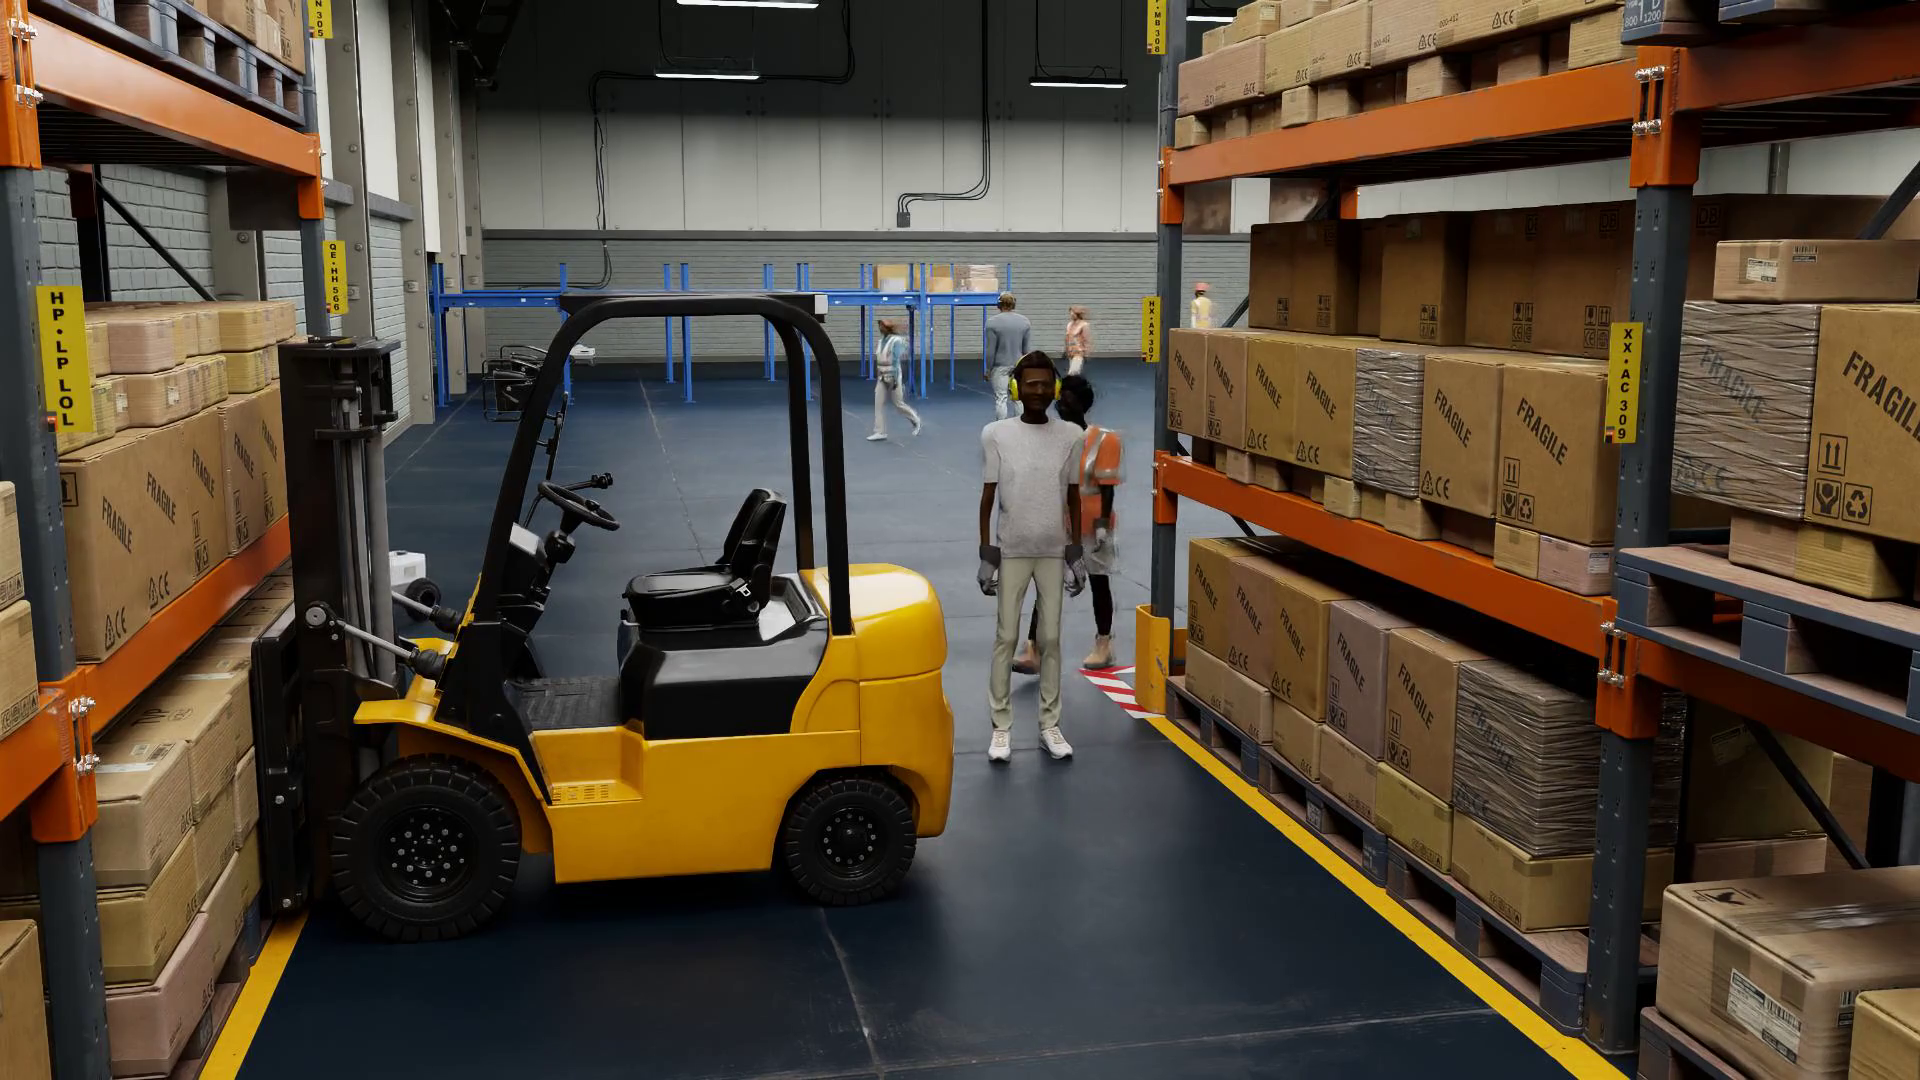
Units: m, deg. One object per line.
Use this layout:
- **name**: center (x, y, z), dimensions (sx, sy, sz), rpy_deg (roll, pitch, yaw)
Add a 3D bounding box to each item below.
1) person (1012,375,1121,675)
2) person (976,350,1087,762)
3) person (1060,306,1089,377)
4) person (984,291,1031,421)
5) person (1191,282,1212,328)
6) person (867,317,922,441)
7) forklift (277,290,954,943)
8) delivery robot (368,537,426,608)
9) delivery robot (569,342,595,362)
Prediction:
- **person**: center (0.602, -0.066, 9.111), dimensions (0.542, 1.654, 0.859), rpy_deg (6, 11, 31)
- **person**: center (0.335, 0.078, 7.609), dimensions (0.549, 1.877, 0.334), rpy_deg (-2, 9, -10)
- **person**: center (1.828, -2.962, 26.883), dimensions (0.507, 1.623, 0.520), rpy_deg (-4, 10, -24)
- **person**: center (0.598, -2.199, 21.262), dimensions (0.627, 1.940, 0.373), rpy_deg (-4, 10, -23)
- **person**: center (5.088, -4.501, 35.362), dimensions (0.560, 1.920, 0.548), rpy_deg (-6, 11, -31)
- **person**: center (-0.864, -2.115, 21.742), dimensions (0.717, 1.610, 0.510), rpy_deg (-8, 12, -41)
- **forklift**: center (-1.179, 0.175, 6.143), dimensions (2.313, 2.155, 1.214), rpy_deg (-2, 10, -12)
- **delivery robot**: center (-3.738, 0.227, 10.525), dimensions (0.477, 0.478, 0.707), rpy_deg (5, 11, 29)
- **delivery robot**: center (-8.711, -4.290, 38.060), dimensions (0.707, 0.478, 0.477), rpy_deg (-2, 10, -12)
